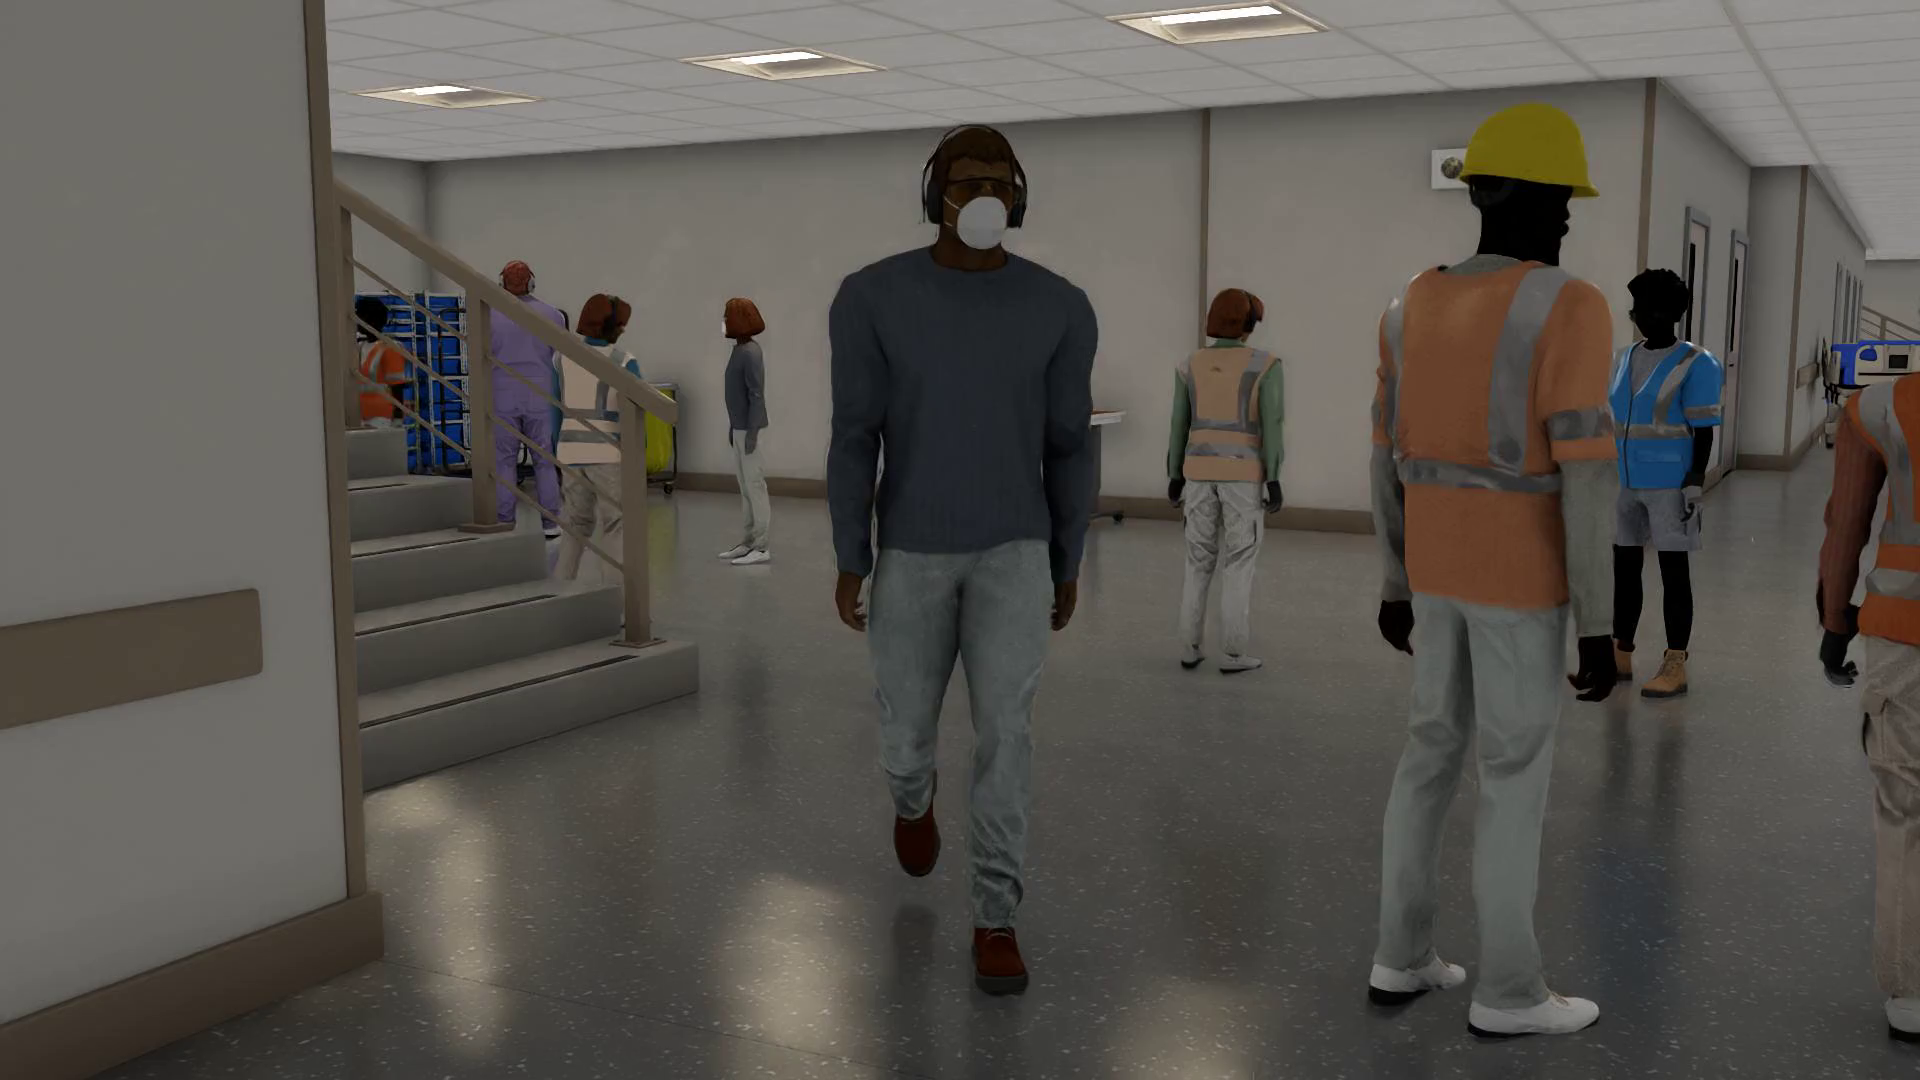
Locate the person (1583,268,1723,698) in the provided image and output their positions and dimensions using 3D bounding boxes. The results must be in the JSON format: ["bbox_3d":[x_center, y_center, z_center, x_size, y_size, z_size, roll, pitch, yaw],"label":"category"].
[{"bbox_3d":[2.754,-0.227,6.629,0.319,1.693,0.532,-4,8,-28],"label":"person"}]

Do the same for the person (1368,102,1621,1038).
[{"bbox_3d":[1.120,0.071,3.484,0.391,1.930,0.595,-4,8,-28],"label":"person"}]

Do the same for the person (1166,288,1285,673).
[{"bbox_3d":[1.128,-0.250,7.068,0.533,1.629,0.321,6,9,37],"label":"person"}]

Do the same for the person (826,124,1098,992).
[{"bbox_3d":[0.000,0.013,3.910,0.630,1.922,0.757,-1,7,-5],"label":"person"}]

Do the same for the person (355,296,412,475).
[{"bbox_3d":[-4.043,-0.885,11.777,0.538,1.677,0.686,7,10,41],"label":"person"}]

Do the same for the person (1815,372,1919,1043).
[{"bbox_3d":[2.090,0.212,3.491,0.537,1.614,0.578,5,9,34],"label":"person"}]

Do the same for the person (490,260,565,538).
[{"bbox_3d":[-3.005,-0.952,11.393,0.648,1.907,0.401,-2,8,-15],"label":"person"}]

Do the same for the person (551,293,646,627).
[{"bbox_3d":[-1.756,-0.378,8.067,0.546,1.623,0.338,4,8,26],"label":"person"}]

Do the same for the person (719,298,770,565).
[{"bbox_3d":[-1.323,-0.663,10.208,0.283,1.634,0.498,-3,8,-19],"label":"person"}]
